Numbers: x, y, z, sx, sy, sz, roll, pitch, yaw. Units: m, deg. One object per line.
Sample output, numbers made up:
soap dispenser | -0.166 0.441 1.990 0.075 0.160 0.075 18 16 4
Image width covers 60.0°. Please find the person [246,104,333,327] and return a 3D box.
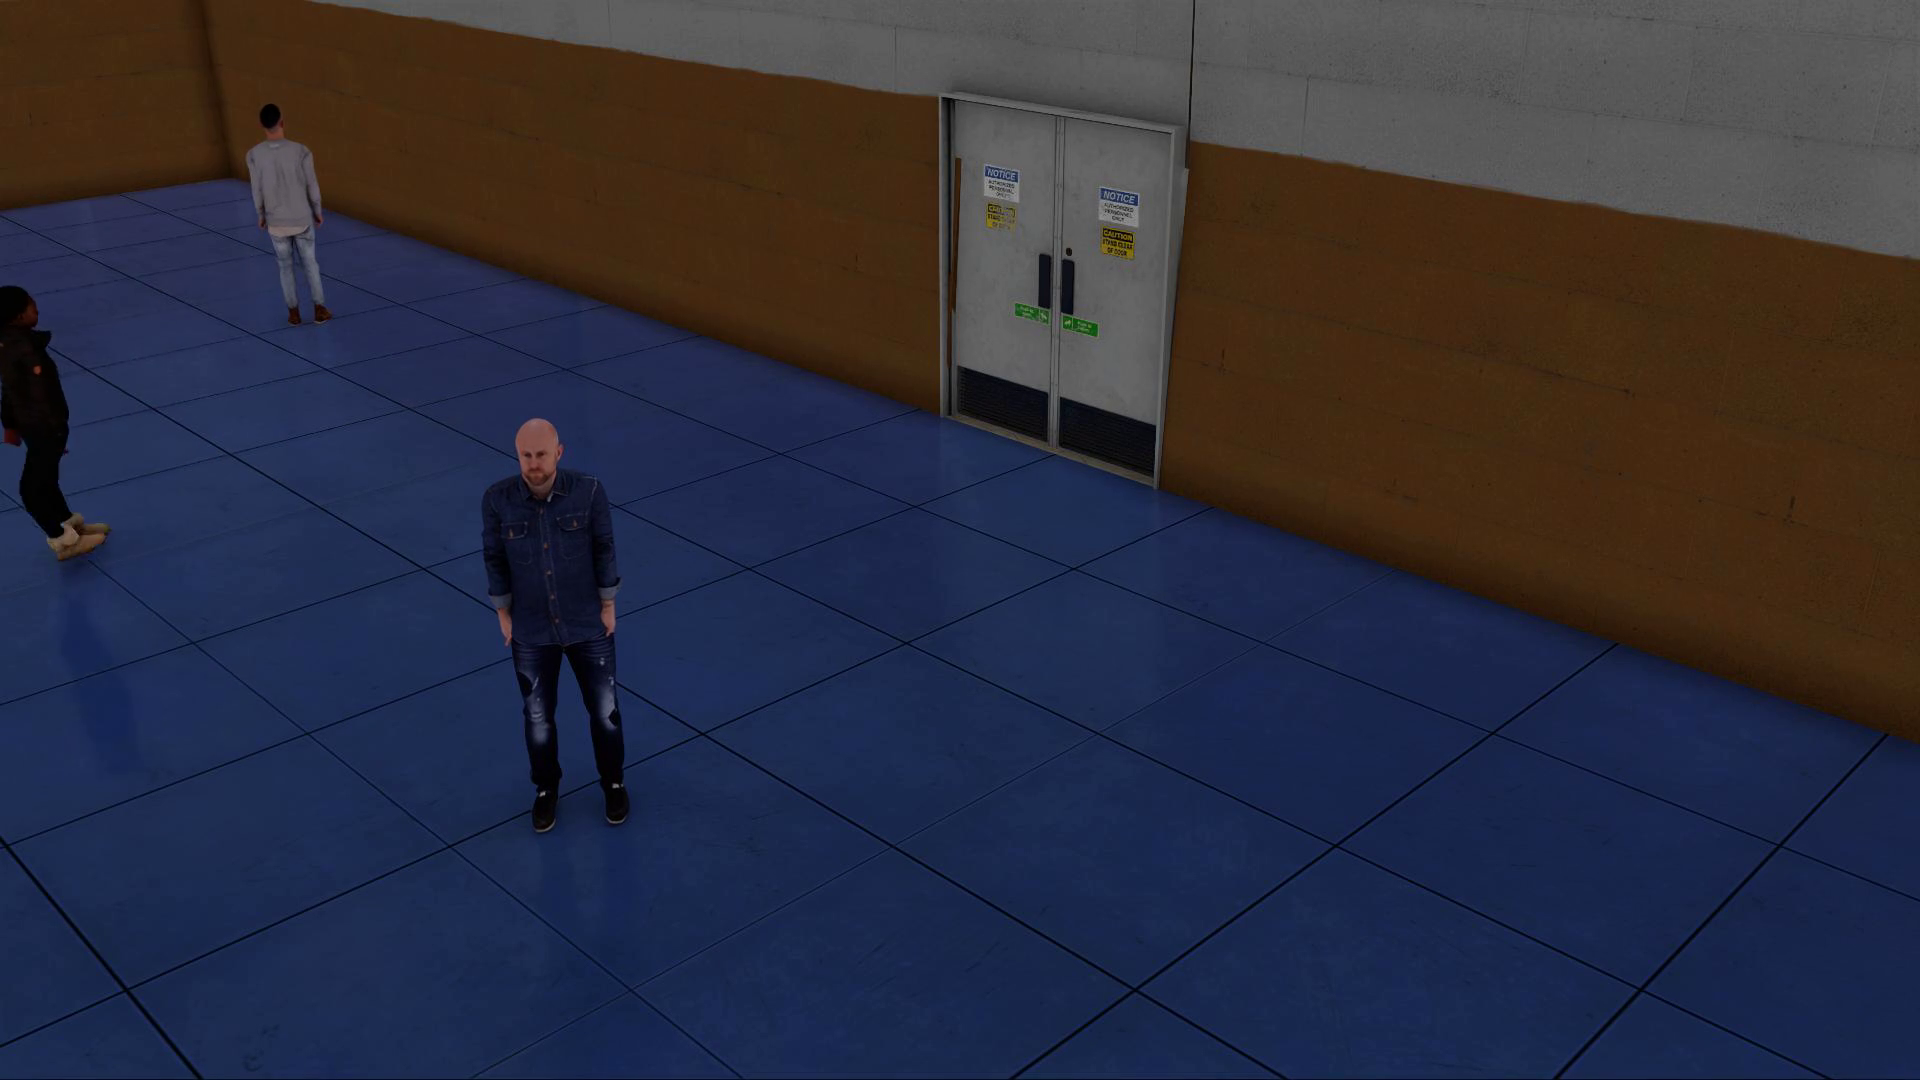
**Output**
person | -5.630 -2.724 13.959 0.663 1.839 0.819 -8 25 -17

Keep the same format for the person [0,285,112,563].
person | -5.109 -0.672 9.506 0.795 1.649 0.696 22 32 40

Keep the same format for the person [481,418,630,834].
person | -1.670 0.353 6.945 0.748 1.824 0.858 -4 24 -9
